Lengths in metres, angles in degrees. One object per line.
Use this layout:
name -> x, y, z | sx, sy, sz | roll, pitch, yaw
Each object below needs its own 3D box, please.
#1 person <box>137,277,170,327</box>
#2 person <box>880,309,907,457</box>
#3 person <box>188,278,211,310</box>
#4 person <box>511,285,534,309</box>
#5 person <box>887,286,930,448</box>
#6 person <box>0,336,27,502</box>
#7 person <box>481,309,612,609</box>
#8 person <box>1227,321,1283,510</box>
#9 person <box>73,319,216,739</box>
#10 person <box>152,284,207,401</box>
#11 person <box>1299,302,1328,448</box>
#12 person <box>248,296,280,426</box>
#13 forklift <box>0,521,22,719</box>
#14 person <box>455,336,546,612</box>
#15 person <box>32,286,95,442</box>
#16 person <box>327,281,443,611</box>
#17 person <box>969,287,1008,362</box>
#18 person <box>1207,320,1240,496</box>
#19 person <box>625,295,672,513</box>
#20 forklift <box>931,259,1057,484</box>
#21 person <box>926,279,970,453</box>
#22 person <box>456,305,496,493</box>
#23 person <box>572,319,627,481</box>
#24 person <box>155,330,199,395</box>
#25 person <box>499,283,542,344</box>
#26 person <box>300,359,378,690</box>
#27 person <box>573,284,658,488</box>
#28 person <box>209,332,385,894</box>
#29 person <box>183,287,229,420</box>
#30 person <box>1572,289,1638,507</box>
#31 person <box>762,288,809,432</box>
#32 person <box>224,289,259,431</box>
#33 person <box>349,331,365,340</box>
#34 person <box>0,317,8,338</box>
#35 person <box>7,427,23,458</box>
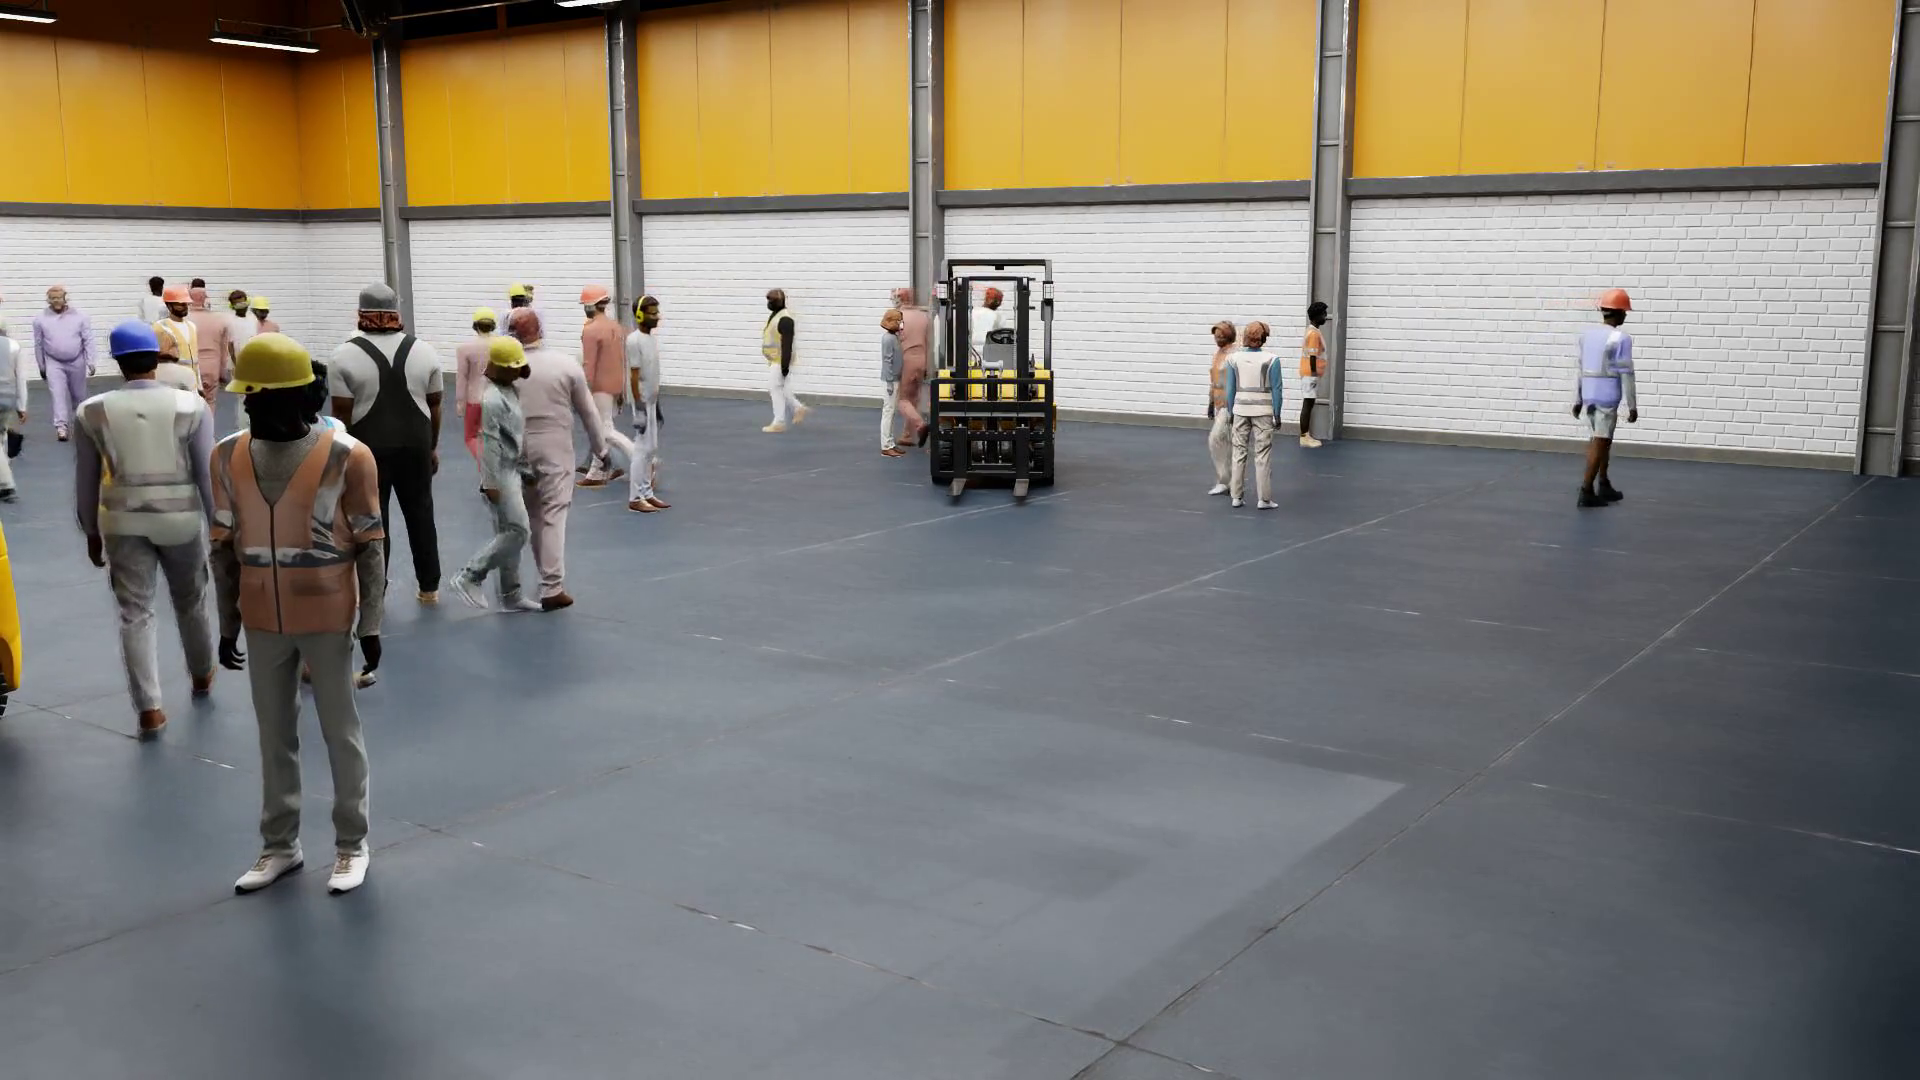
person -> -12.868, -3.272, 26.765 | 0.613, 1.915, 1.028 | 1, 10, 8
person -> -0.743, -1.743, 18.455 | 0.269, 1.632, 0.509 | 1, 10, 8
person -> -12.143, -3.203, 26.401 | 0.628, 1.880, 0.478 | 3, 10, 20
person -> -6.673, -3.016, 25.573 | 0.995, 1.783, 0.560 | 3, 10, 17
person -> -0.564, -1.981, 19.180 | 0.677, 1.883, 0.678 | 9, 13, 42
person -> -8.779, -1.243, 15.035 | 0.926, 1.791, 0.598 | 7, 12, 34
person -> -2.614, -0.532, 10.584 | 0.737, 1.846, 0.990 | -1, 10, -3
person -> 2.559, -1.079, 14.480 | 0.514, 1.641, 0.308 | 6, 11, 33
person -> -3.788, -0.081, 7.812 | 0.633, 1.878, 1.004 | -4, 10, -22
person -> -7.559, -1.512, 16.173 | 0.360, 1.939, 0.543 | 3, 10, 16
person -> 4.103, -1.916, 19.315 | 0.317, 1.691, 0.529 | 2, 10, 10
person -> -9.009, -2.271, 21.342 | 0.887, 1.728, 0.531 | 7, 12, 38
forklift -> -5.296, -0.090, 6.943 | 1.214, 2.155, 2.313 | 7, 12, 35
person -> -2.784, -0.383, 10.077 | 0.432, 1.714, 0.506 | -1, 10, -5
person -> -10.852, -2.144, 20.181 | 0.637, 1.863, 0.993 | -5, 11, -29
person -> -3.573, -0.581, 10.326 | 0.681, 2.000, 0.536 | -7, 12, -34
person -> 0.286, -2.113, 20.029 | 0.619, 1.860, 0.406 | 1, 10, 8
person -> 2.398, -1.208, 15.295 | 0.505, 1.612, 0.540 | -2, 10, -12
person -> -2.708, -1.175, 14.379 | 0.311, 1.868, 0.551 | 1, 10, 8
forklift -> 0.370, -1.738, 16.759 | 1.214, 2.155, 2.313 | 1, 10, 3
person -> -0.024, -1.918, 18.509 | 0.689, 1.967, 0.663 | 5, 11, 29
person -> -4.324, -1.264, 15.223 | 0.548, 1.750, 0.476 | -6, 11, -33
person -> -3.582, -1.390, 16.465 | 0.871, 1.592, 0.510 | 7, 12, 37
person -> -6.196, -0.827, 13.042 | 0.516, 1.624, 0.343 | 0, 10, -1
person -> -5.653, -2.378, 21.534 | 0.593, 1.879, 0.986 | -7, 12, -35
person -> -3.154, -0.066, 8.332 | 0.769, 1.663, 0.553 | 4, 10, 22
person -> -3.261, -1.426, 15.640 | 0.892, 1.962, 0.628 | 3, 10, 16
person -> -2.257, 0.259, 5.664 | 0.591, 1.923, 0.381 | 1, 10, 5
person -> -8.370, -1.838, 18.329 | 0.666, 1.873, 0.476 | -9, 13, -44
person -> 5.745, -1.240, 14.630 | 0.752, 1.908, 0.568 | -4, 10, -21
person -> -2.226, -2.261, 20.989 | 0.547, 1.822, 0.648 | -3, 10, -18
person -> -8.130, -1.942, 19.019 | 0.562, 1.835, 0.526 | 5, 11, 29
person -> -6.580, -1.793, 18.791 | 0.699, 1.605, 0.542 | 8, 12, 39
person -> -11.806, -2.075, 19.981 | 0.741, 1.797, 0.430 | -3, 10, -19
person -> -10.484, -1.763, 17.724 | 0.720, 1.923, 0.556 | 1, 10, 9
